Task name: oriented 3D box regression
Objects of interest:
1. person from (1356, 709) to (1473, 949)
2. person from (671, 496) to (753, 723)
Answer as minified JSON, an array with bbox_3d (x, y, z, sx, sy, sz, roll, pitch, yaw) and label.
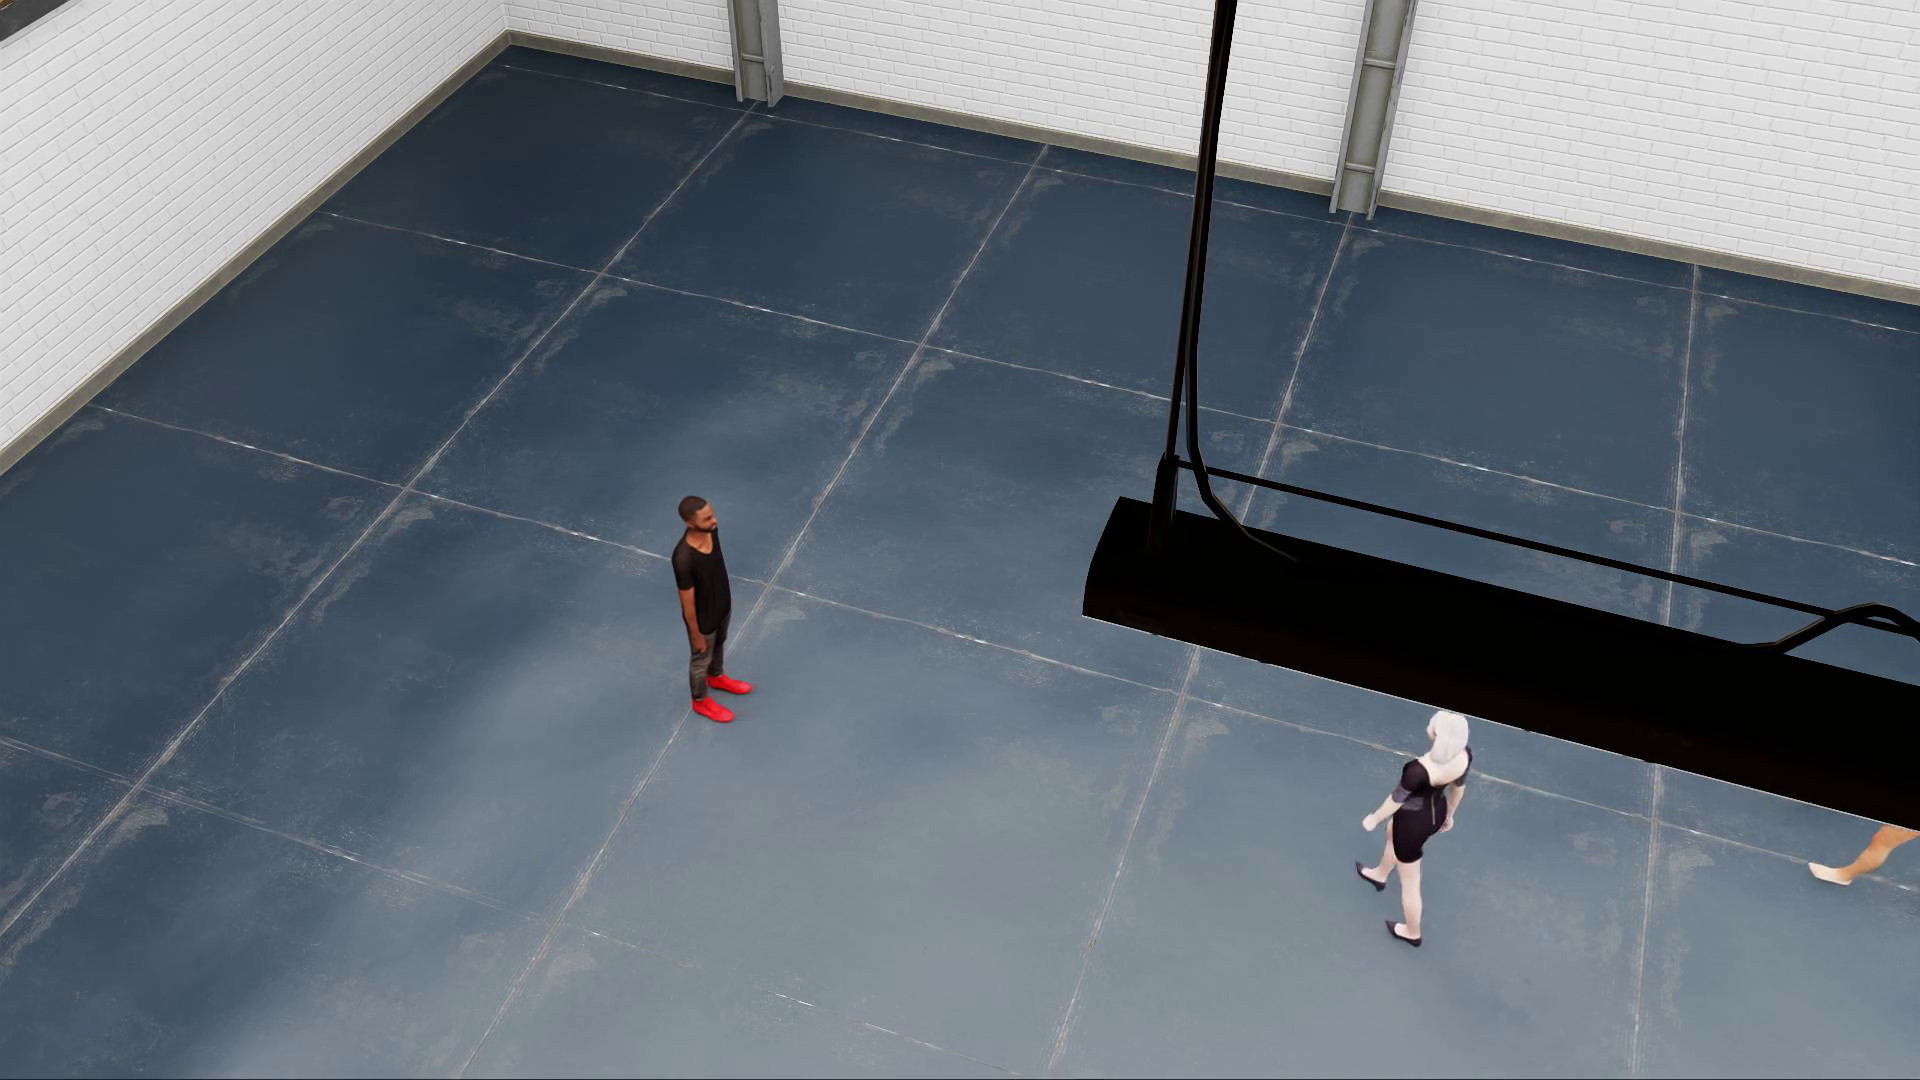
[{"bbox_3d":[2.571,1.624,9.087,0.863,1.807,0.974,-28,50,-26],"label":"person"},{"bbox_3d":[-1.594,0.411,10.363,0.515,1.804,0.633,13,45,14],"label":"person"}]
